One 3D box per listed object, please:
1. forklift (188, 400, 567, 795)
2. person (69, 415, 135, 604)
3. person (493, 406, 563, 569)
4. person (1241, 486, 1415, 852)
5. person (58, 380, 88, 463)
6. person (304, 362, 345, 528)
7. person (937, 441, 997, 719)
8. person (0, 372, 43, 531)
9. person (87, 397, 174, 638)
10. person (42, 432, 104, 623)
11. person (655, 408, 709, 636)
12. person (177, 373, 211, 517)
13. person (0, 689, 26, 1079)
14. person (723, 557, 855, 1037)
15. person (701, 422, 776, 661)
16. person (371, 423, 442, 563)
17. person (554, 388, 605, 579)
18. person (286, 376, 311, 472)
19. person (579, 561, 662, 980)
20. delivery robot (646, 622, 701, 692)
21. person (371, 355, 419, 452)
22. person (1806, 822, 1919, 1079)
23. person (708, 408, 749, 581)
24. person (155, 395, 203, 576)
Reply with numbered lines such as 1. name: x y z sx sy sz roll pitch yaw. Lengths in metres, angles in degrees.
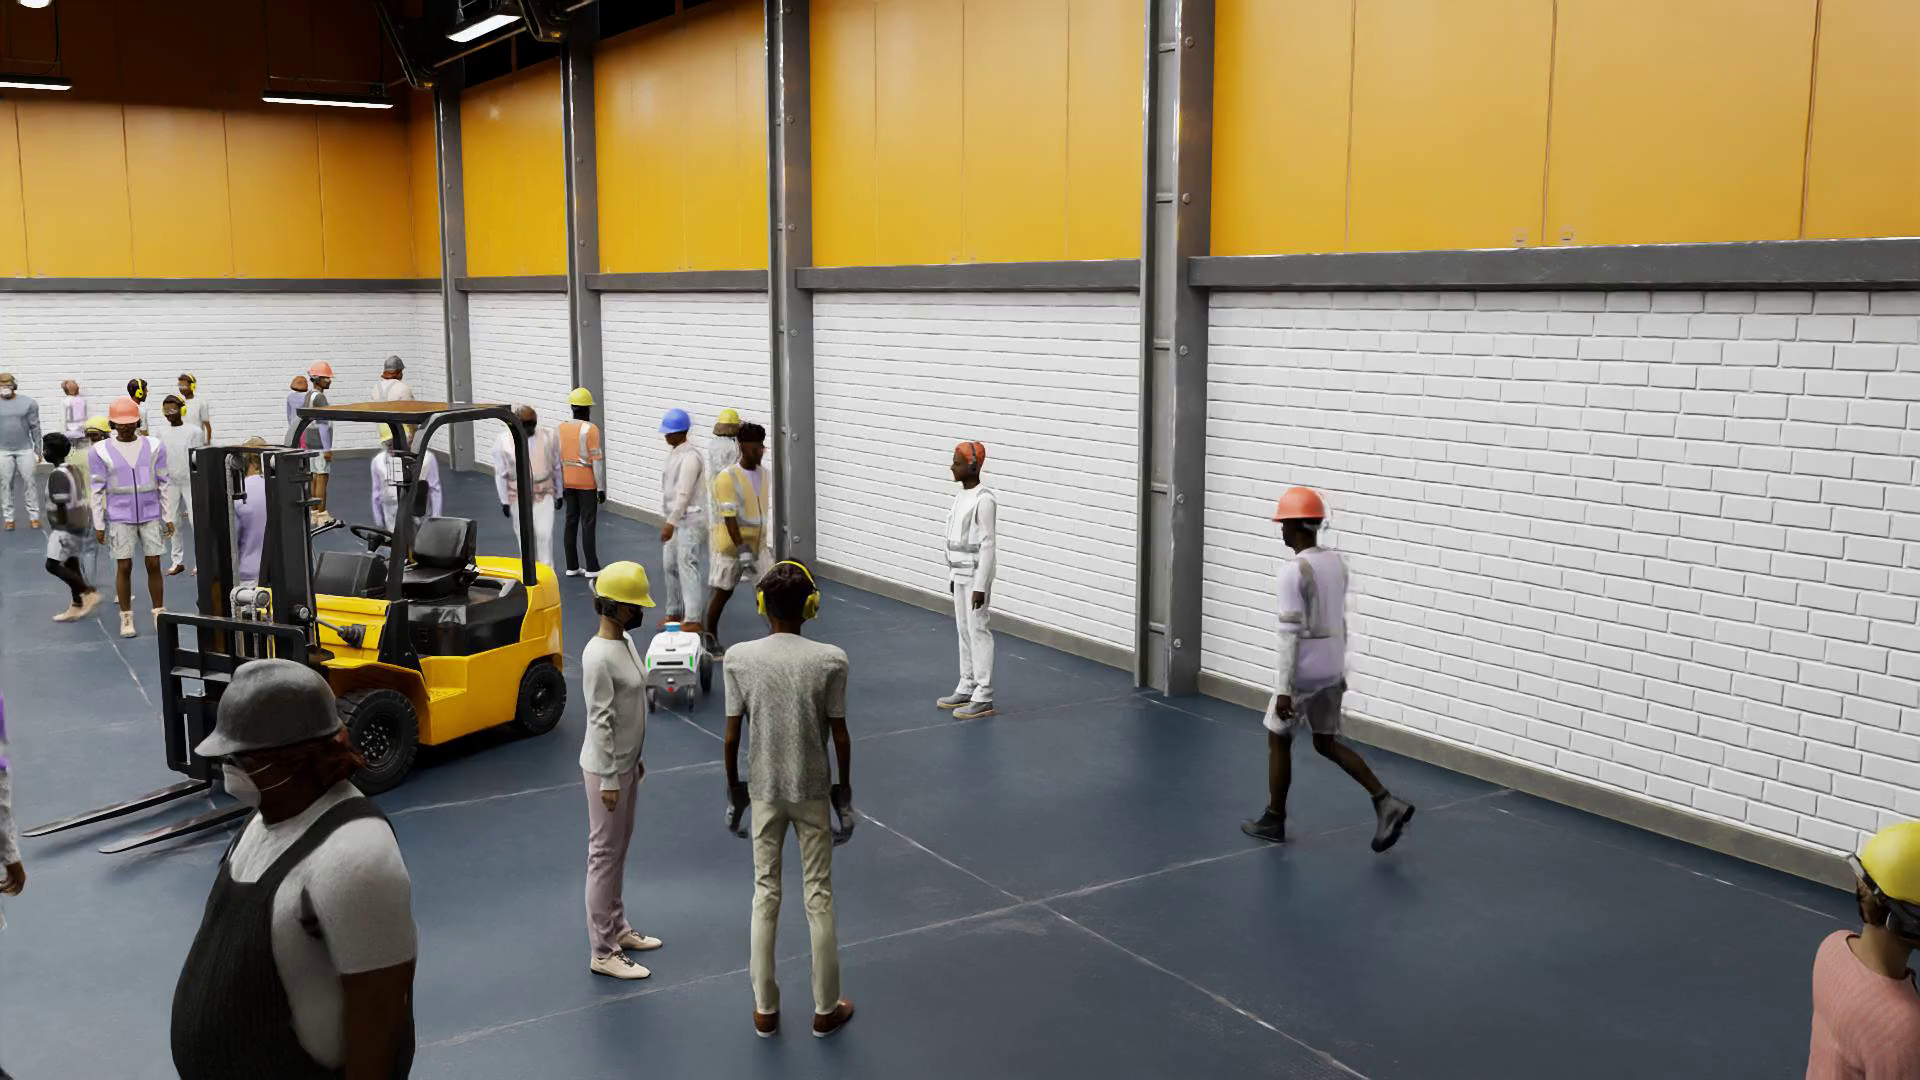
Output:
1. forklift: -3.529 0.258 10.348 1.214 2.155 2.313 4 9 25
2. person: -7.959 -0.280 15.441 0.518 1.758 0.337 0 8 -2
3. person: -4.144 -0.393 16.059 0.649 1.799 0.774 -3 9 -18
4. person: 1.876 0.679 8.537 0.832 1.901 0.586 8 12 44
5. person: -12.898 -1.512 24.183 0.404 1.622 0.548 2 9 15
6. person: -7.854 -1.168 20.485 0.394 2.040 0.608 -6 10 -34
7. person: 0.067 0.267 11.343 0.347 1.883 0.587 -3 9 -20
8. person: -11.513 -1.073 20.224 0.639 1.928 0.373 -5 10 -30
9. person: -6.918 -0.186 13.921 0.612 2.029 0.407 -6 11 -37
10. person: -7.786 -0.103 14.476 0.365 1.679 0.556 -3 9 -19
11. person: -2.352 -0.159 14.052 0.432 1.926 0.614 -5 10 -29
12. person: -9.866 -1.209 21.353 0.531 1.869 0.331 3 9 18
13. person: -3.474 1.083 5.671 0.378 1.933 0.550 4 10 27
14. person: -0.662 0.998 6.452 0.513 1.871 0.329 1 8 5
15. person: -1.637 0.039 12.827 1.058 1.903 0.586 7 11 38
16. person: -4.887 -0.181 14.728 0.574 1.770 0.814 -3 9 -22
17. person: -3.827 -0.571 16.826 0.584 1.928 0.374 5 10 30
18. person: -10.005 -1.676 25.271 0.501 1.631 0.287 4 10 28
19. person: -1.441 0.962 7.072 0.323 1.761 0.523 0 8 0
20. delivery robot: -2.018 0.823 11.726 0.477 0.478 0.707 -1 8 -5
21. person: -7.643 -1.496 22.686 0.682 2.000 0.537 4 10 28
22. person: 2.021 1.468 3.684 0.342 1.755 0.532 2 9 11
23. person: -2.322 -0.450 16.671 0.325 1.736 0.486 -8 12 -43
24. person: -7.942 -0.556 16.969 0.514 1.861 0.322 1 8 5
